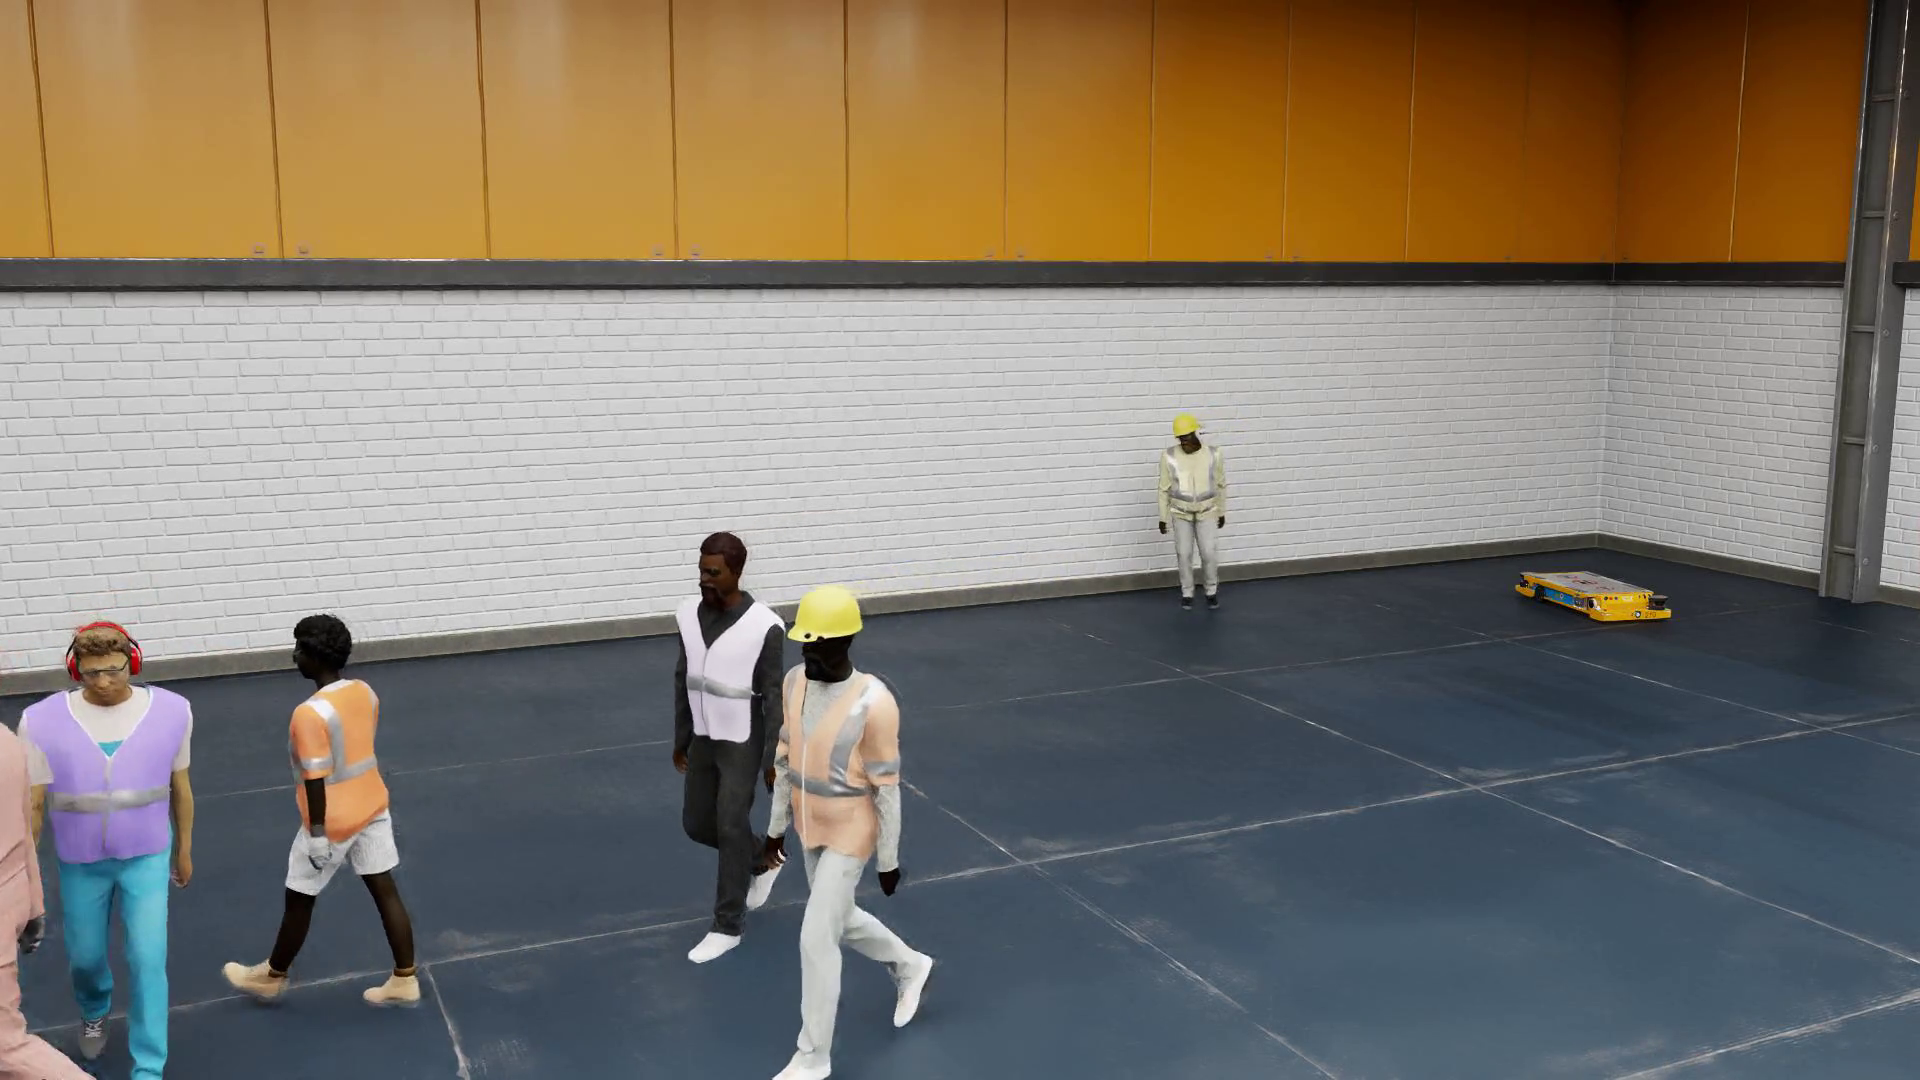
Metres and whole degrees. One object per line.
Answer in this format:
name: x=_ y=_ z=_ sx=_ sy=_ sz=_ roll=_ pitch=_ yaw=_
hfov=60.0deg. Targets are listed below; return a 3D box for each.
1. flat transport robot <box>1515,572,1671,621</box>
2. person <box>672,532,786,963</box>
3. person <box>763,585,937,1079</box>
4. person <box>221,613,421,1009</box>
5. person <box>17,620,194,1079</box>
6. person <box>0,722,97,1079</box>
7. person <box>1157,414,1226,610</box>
flat transport robot: x=5.691 y=0.489 z=15.010 sx=0.652 sy=0.197 sz=1.431 roll=-2 pitch=9 yaw=-12
person: x=-1.012 y=0.891 z=7.458 sx=0.604 sy=1.907 sz=0.626 roll=7 pitch=11 yaw=36
person: x=-0.415 y=1.080 z=6.329 sx=0.867 sy=1.899 sz=0.594 roll=-7 pitch=12 yaw=-39
person: x=-2.619 y=1.117 z=6.804 sx=0.842 sy=1.650 sz=0.552 roll=2 pitch=9 yaw=12
person: x=-3.135 y=1.151 z=6.143 sx=0.600 sy=1.809 sz=0.812 roll=-5 pitch=10 yaw=-28
person: x=-3.168 y=1.247 z=5.392 sx=0.900 sy=1.861 sz=0.652 roll=-2 pitch=9 yaw=-11
person: x=2.066 y=-0.245 z=14.864 sx=0.613 sy=1.790 sz=0.520 roll=1 pitch=9 yaw=6
